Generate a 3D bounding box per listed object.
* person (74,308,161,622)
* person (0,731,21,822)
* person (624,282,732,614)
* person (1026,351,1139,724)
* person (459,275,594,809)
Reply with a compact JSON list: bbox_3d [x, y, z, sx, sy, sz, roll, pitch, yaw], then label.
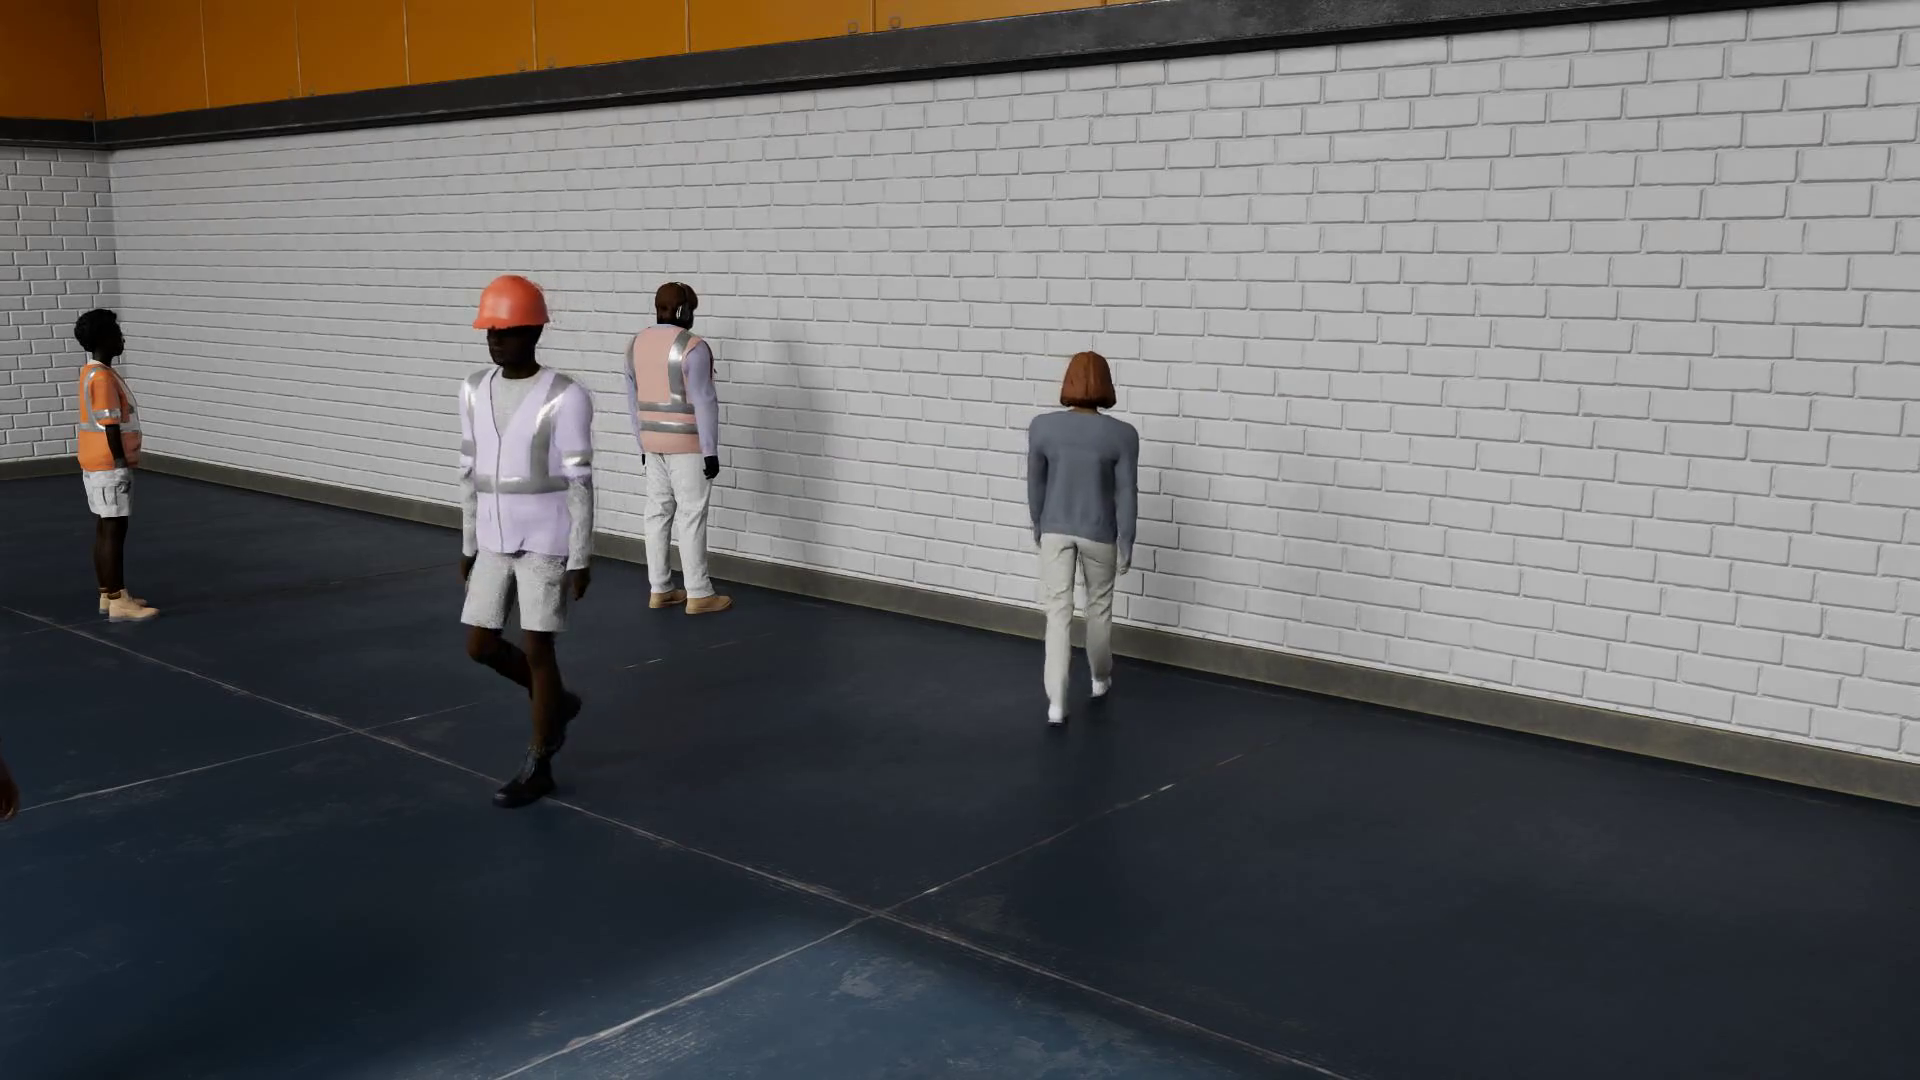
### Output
[{"bbox_3d":[-4.620,-0.406,9.065,0.318,1.700,0.534,-7,12,-34],"label":"person"},{"bbox_3d":[-2.172,0.536,3.512,0.321,1.767,0.533,0,10,1],"label":"person"},{"bbox_3d":[-1.562,-0.509,9.265,0.622,1.839,0.429,7,12,35],"label":"person"},{"bbox_3d":[0.523,-0.026,7.236,0.504,1.591,0.839,2,10,11],"label":"person"},{"bbox_3d":[-1.579,-0.003,6.115,0.561,1.927,0.522,4,11,22],"label":"person"}]
